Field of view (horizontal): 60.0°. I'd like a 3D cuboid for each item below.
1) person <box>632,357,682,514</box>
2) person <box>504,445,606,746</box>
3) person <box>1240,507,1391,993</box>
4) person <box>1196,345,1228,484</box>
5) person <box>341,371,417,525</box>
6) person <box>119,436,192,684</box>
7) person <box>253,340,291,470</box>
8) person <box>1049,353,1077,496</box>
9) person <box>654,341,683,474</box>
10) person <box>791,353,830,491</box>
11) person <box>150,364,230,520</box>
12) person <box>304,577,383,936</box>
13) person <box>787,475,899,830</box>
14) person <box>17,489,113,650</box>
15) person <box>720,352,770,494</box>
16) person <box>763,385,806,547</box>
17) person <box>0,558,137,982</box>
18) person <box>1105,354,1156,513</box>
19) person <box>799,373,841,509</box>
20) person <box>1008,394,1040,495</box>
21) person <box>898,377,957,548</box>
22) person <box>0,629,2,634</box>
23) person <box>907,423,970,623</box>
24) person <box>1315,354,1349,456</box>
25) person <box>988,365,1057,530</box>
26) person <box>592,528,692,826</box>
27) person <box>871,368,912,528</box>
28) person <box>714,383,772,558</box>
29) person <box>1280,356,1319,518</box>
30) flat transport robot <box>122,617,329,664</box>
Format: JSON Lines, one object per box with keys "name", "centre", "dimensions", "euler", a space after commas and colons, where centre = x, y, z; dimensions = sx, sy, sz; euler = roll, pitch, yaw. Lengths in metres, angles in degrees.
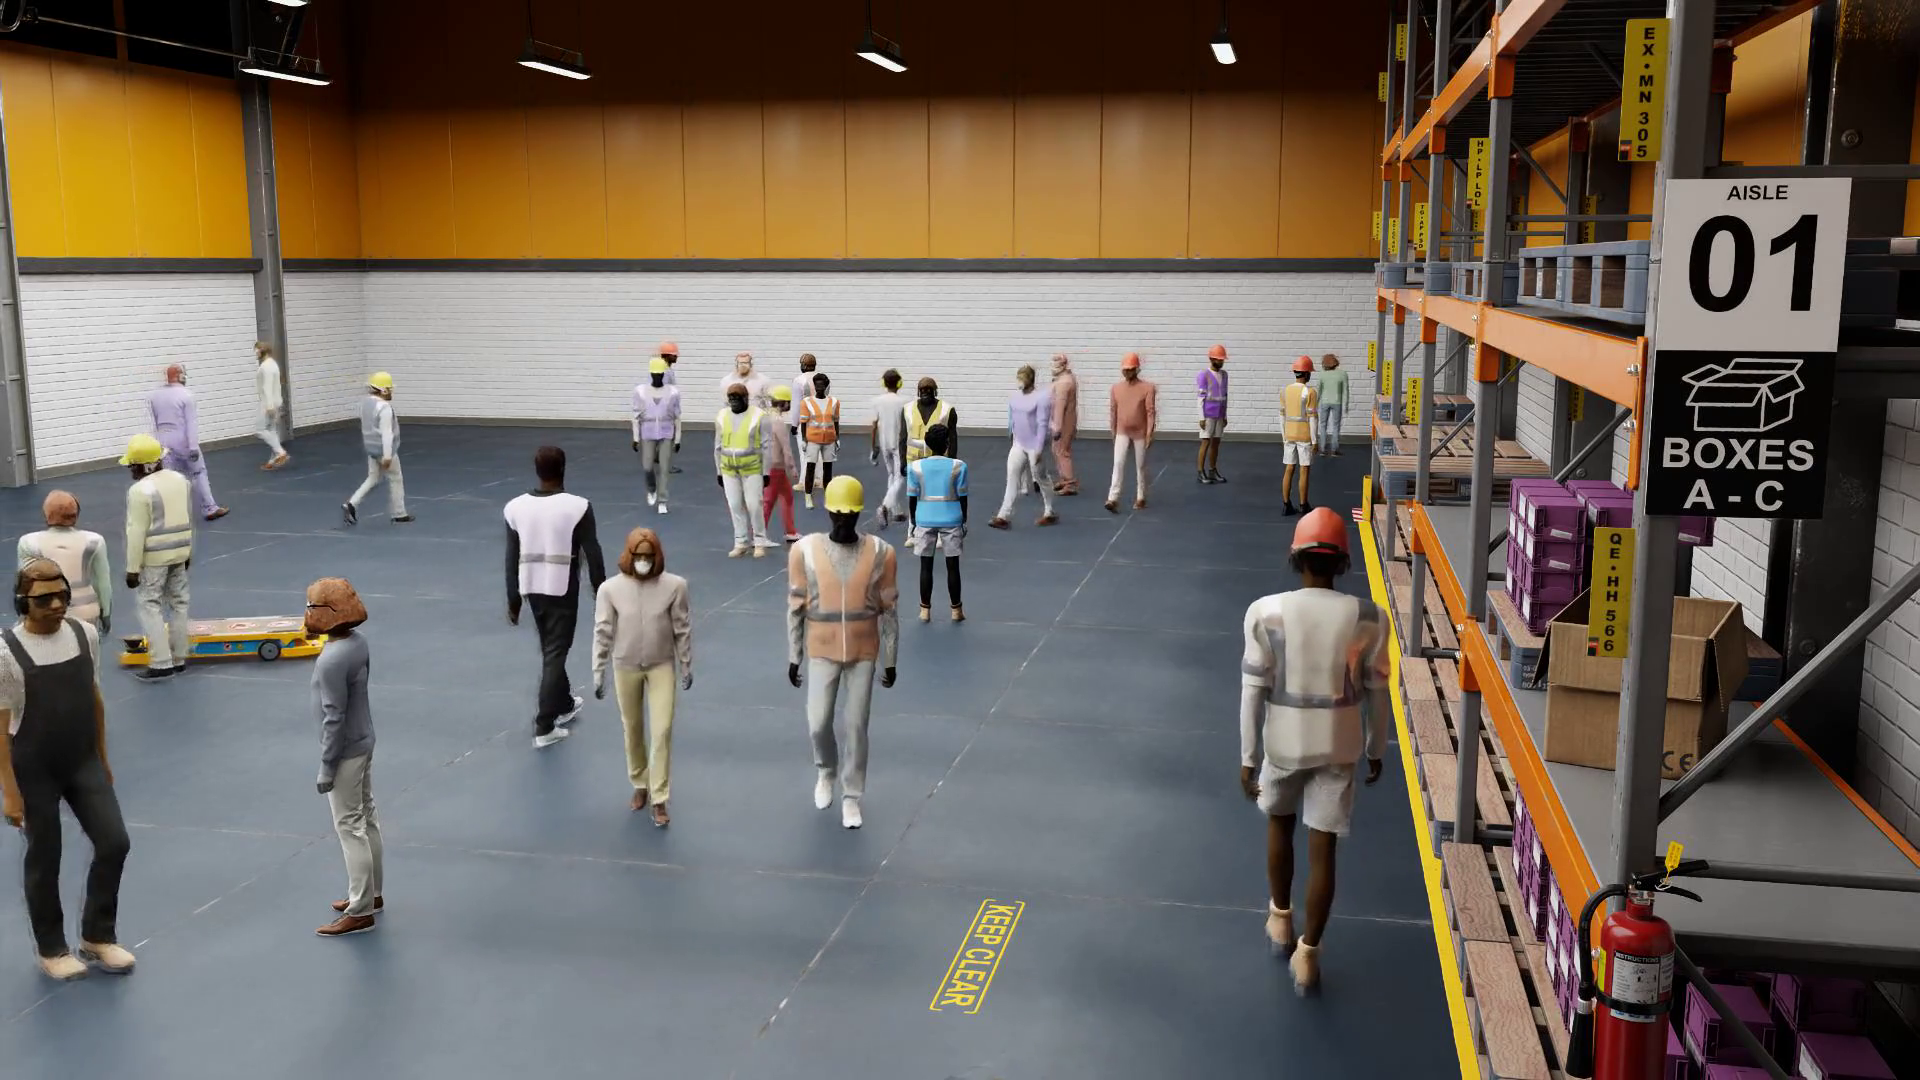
{"name": "person", "centre": [-3.700, -1.284, 20.330], "dimensions": [0.612, 1.914, 0.538], "euler": [-2, 10, -11]}
{"name": "person", "centre": [-2.563, 0.327, 10.754], "dimensions": [0.595, 1.876, 0.927], "euler": [3, 10, 17]}
{"name": "person", "centre": [1.513, 0.854, 7.143], "dimensions": [0.627, 2.009, 0.843], "euler": [1, 10, 8]}
{"name": "person", "centre": [3.513, -1.735, 23.014], "dimensions": [0.554, 1.929, 0.397], "euler": [-7, 12, -36]}
{"name": "person", "centre": [-6.759, -1.049, 19.252], "dimensions": [0.598, 1.806, 0.771], "euler": [8, 13, 41]}
{"name": "person", "centre": [-5.831, 0.137, 12.122], "dimensions": [0.404, 1.804, 0.640], "euler": [3, 10, 15]}
{"name": "person", "centre": [-10.173, -1.964, 24.394], "dimensions": [0.435, 1.922, 0.654], "euler": [-3, 10, -18]}
{"name": "person", "centre": [1.338, -1.504, 21.772], "dimensions": [0.431, 1.879, 0.707], "euler": [2, 10, 9]}
{"name": "person", "centre": [-4.216, -1.910, 24.068], "dimensions": [0.423, 1.922, 0.564], "euler": [-1, 9, -4]}
{"name": "person", "centre": [-2.036, -1.583, 22.352], "dimensions": [0.429, 1.844, 0.627], "euler": [8, 12, 40]}
{"name": "person", "centre": [-9.071, -1.128, 19.517], "dimensions": [0.669, 1.864, 0.914], "euler": [3, 10, 18]}
{"name": "person", "centre": [-2.808, 0.974, 7.570], "dimensions": [0.285, 1.633, 0.497], "euler": [-1, 9, -6]}
{"name": "person", "centre": [-0.625, 0.597, 8.975], "dimensions": [0.605, 1.916, 0.421], "euler": [-1, 9, -6]}
{"name": "person", "centre": [-5.637, 0.491, 10.510], "dimensions": [0.531, 1.622, 0.568], "euler": [-6, 11, -31]}
{"name": "person", "centre": [-2.821, -1.511, 21.783], "dimensions": [0.641, 1.889, 0.590], "euler": [0, 9, -2]}
{"name": "person", "centre": [-1.875, -0.783, 17.852], "dimensions": [0.760, 1.739, 0.530], "euler": [-3, 10, -17]}
{"name": "person", "centre": [-3.745, 0.979, 6.964], "dimensions": [0.576, 1.824, 0.537], "euler": [5, 11, 30]}
{"name": "person", "centre": [2.085, -1.299, 20.331], "dimensions": [0.611, 1.938, 1.018], "euler": [4, 10, 21]}
{"name": "person", "centre": [-1.731, -1.230, 20.654], "dimensions": [0.537, 1.696, 0.321], "euler": [-4, 10, -22]}
{"name": "person", "centre": [0.889, -1.403, 21.894], "dimensions": [0.532, 1.623, 0.362], "euler": [-1, 9, -5]}
{"name": "person", "centre": [-0.349, -0.828, 17.808], "dimensions": [0.634, 1.839, 0.429], "euler": [1, 10, 8]}
{"name": "person", "centre": [-6.962, 0.223, 11.513], "dimensions": [0.599, 1.830, 1.010], "euler": [4, 10, 22]}
{"name": "person", "centre": [-0.181, -0.139, 14.081], "dimensions": [0.532, 1.697, 0.322], "euler": [1, 9, 4]}
{"name": "person", "centre": [5.850, -2.116, 26.234], "dimensions": [0.544, 1.624, 0.303], "euler": [2, 10, 14]}
{"name": "person", "centre": [0.769, -1.055, 19.045], "dimensions": [1.012, 1.884, 0.651], "euler": [-9, 13, -42]}
{"name": "person", "centre": [-1.728, 0.743, 9.037], "dimensions": [0.536, 1.600, 0.746], "euler": [-1, 10, -9]}
{"name": "person", "centre": [-0.788, -1.070, 19.268], "dimensions": [0.522, 1.847, 0.851], "euler": [4, 10, 23]}
{"name": "person", "centre": [-2.245, -0.709, 17.179], "dimensions": [0.629, 1.823, 0.443], "euler": [3, 10, 15]}
{"name": "person", "centre": [4.085, -1.232, 19.949], "dimensions": [0.356, 1.939, 0.543], "euler": [-8, 12, -39]}
{"name": "flat transport robot", "centre": [-5.660, 0.763, 12.940], "dimensions": [1.431, 0.197, 0.652], "euler": [-2, 10, -12]}
